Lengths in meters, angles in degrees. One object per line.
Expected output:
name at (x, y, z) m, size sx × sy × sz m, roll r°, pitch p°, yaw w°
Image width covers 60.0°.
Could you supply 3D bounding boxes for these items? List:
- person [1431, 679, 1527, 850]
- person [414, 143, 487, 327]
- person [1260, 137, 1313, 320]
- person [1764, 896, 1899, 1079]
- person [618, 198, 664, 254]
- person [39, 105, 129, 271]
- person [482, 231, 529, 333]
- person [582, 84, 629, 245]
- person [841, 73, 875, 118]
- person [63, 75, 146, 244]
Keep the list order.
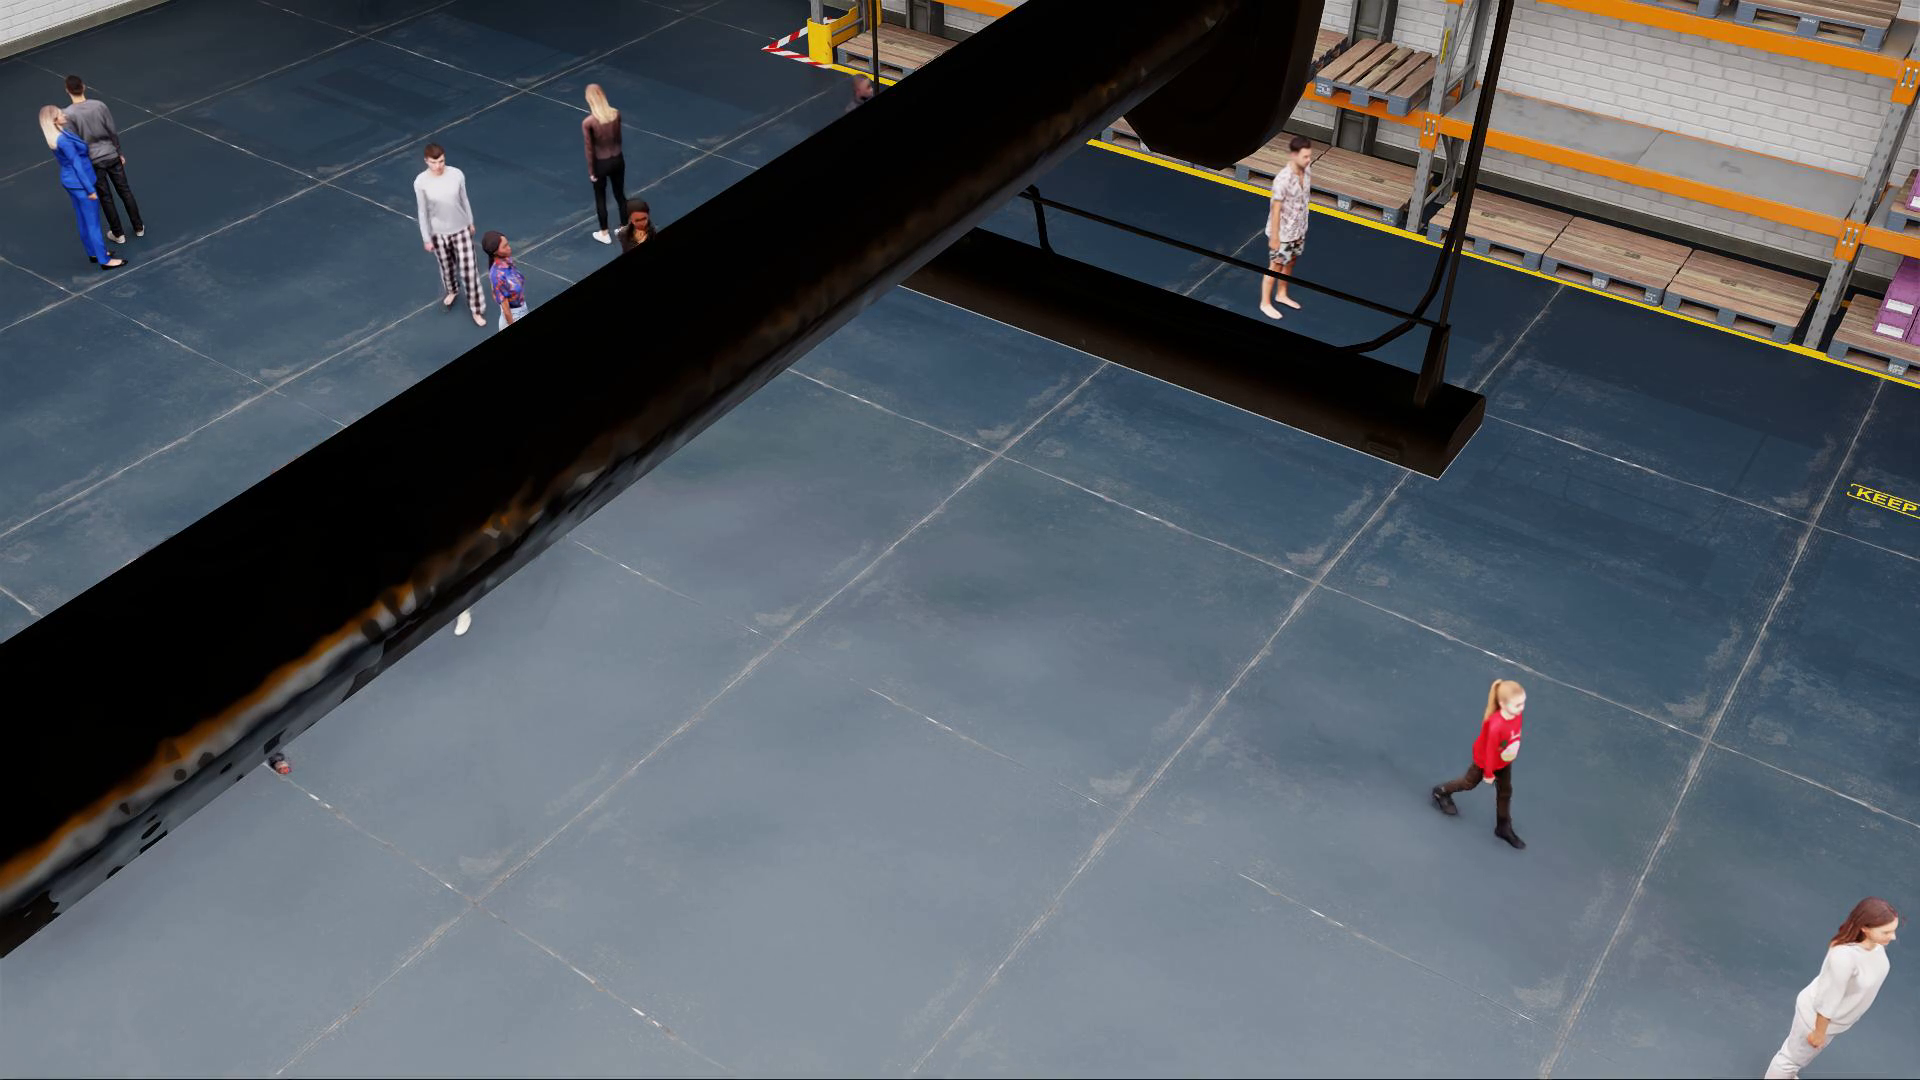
person at (3.374, 1.381, 10.697) m, size 0.644 × 1.256 × 0.963 m, roll -29°, pitch 47°, yaw -31°
person at (-4.835, -2.951, 15.687) m, size 0.993 × 1.798 × 1.144 m, roll -13°, pitch 40°, yaw -16°
person at (3.078, -2.981, 15.714) m, size 0.626 × 1.812 × 0.702 m, roll 31°, pitch 48°, yaw 33°
person at (4.672, 2.508, 8.940) m, size 0.641 × 1.688 × 0.607 m, roll -30°, pitch 47°, yaw -32°
person at (-2.823, -2.244, 14.913) m, size 0.855 × 1.659 × 0.901 m, roll -11°, pitch 40°, yaw -14°
person at (-8.722, -3.490, 16.441) m, size 0.713 × 1.700 × 0.537 m, roll -32°, pitch 48°, yaw -33°
person at (-3.870, -1.884, 14.396) m, size 0.696 × 1.742 × 0.667 m, roll 0°, pitch 39°, yaw -1°
person at (-3.524, -3.787, 16.816) m, size 0.681 × 1.696 × 0.675 m, roll -29°, pitch 47°, yaw -31°
person at (-1.087, -3.850, 16.798) m, size 0.813 × 1.818 × 0.769 m, roll 18°, pitch 42°, yaw 21°
person at (-8.712, -3.868, 16.865) m, size 0.665 × 1.761 × 0.615 m, roll -29°, pitch 47°, yaw -31°
